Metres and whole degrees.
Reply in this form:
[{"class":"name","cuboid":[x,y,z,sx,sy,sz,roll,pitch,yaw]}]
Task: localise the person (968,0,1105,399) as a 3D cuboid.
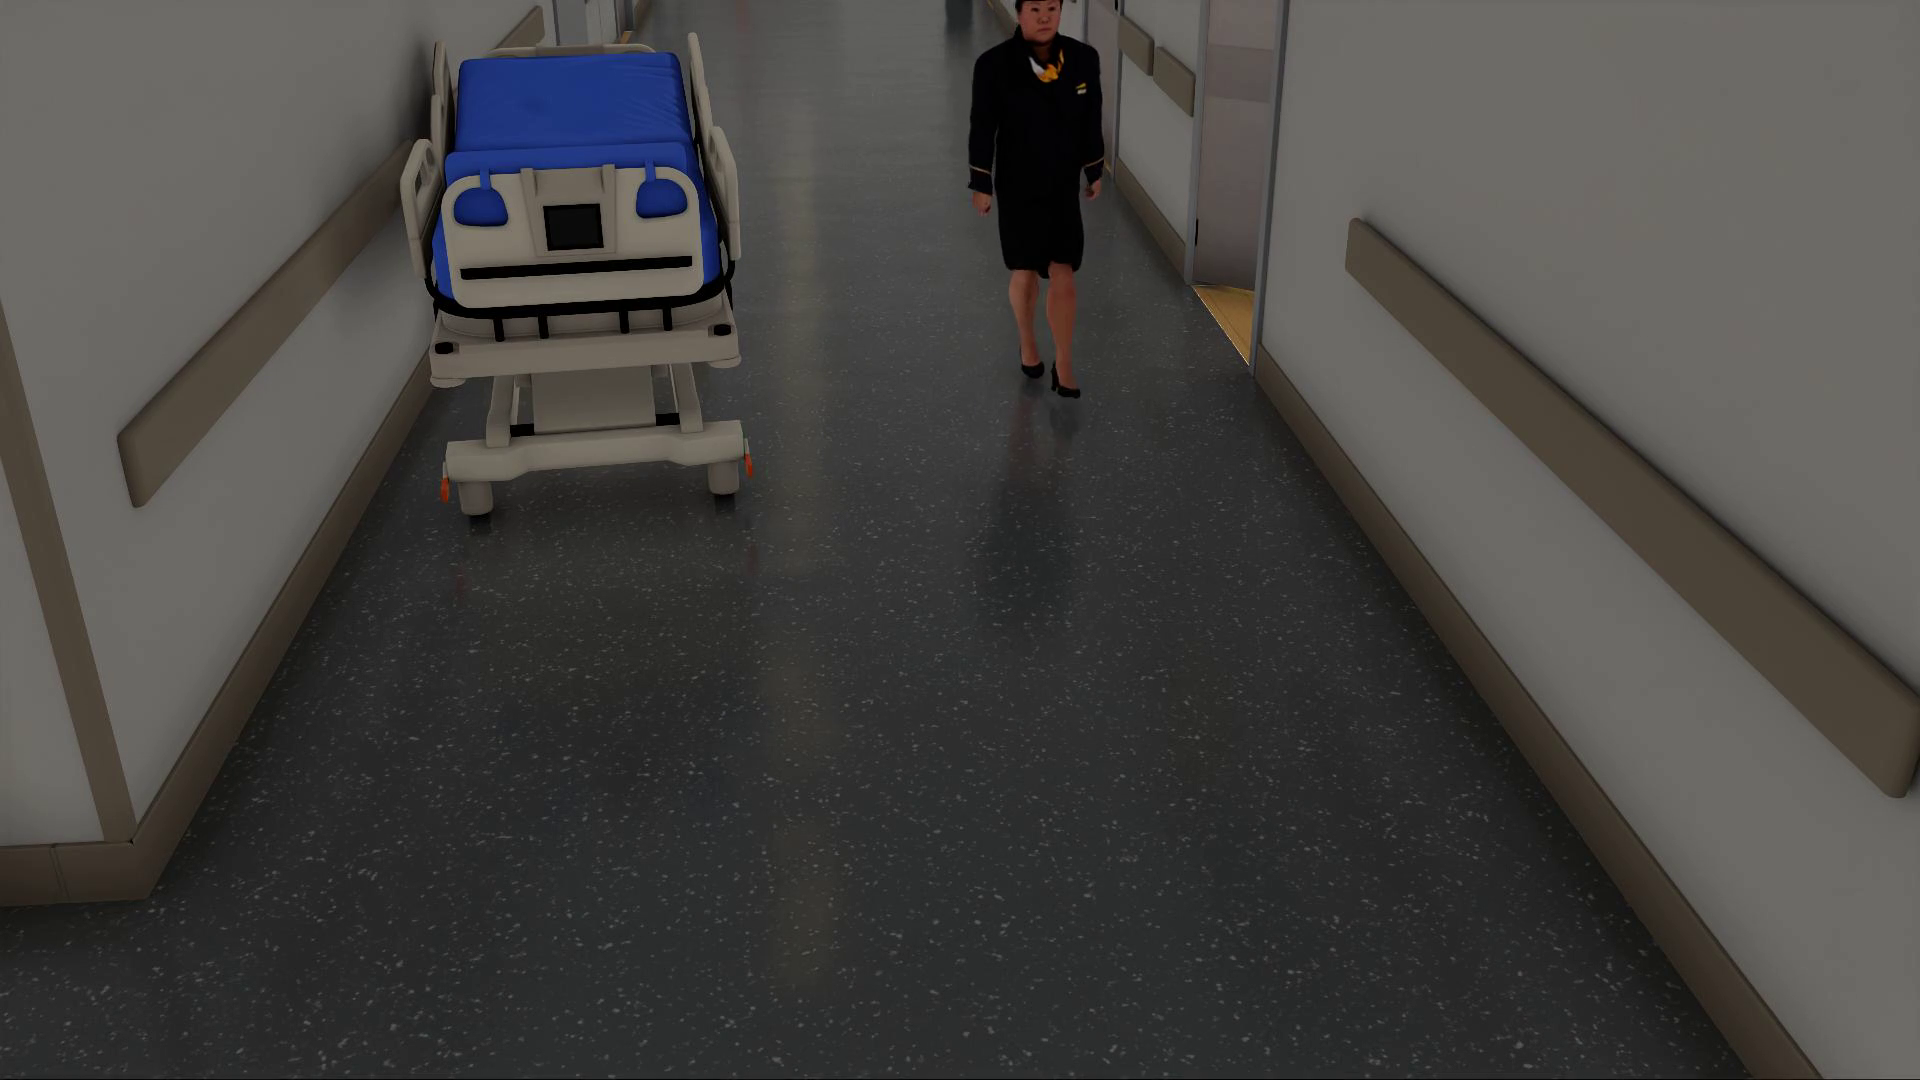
[{"class":"person","cuboid":[0.307,-1.434,6.740,0.787,1.647,0.799,-3,26,-7]}]
